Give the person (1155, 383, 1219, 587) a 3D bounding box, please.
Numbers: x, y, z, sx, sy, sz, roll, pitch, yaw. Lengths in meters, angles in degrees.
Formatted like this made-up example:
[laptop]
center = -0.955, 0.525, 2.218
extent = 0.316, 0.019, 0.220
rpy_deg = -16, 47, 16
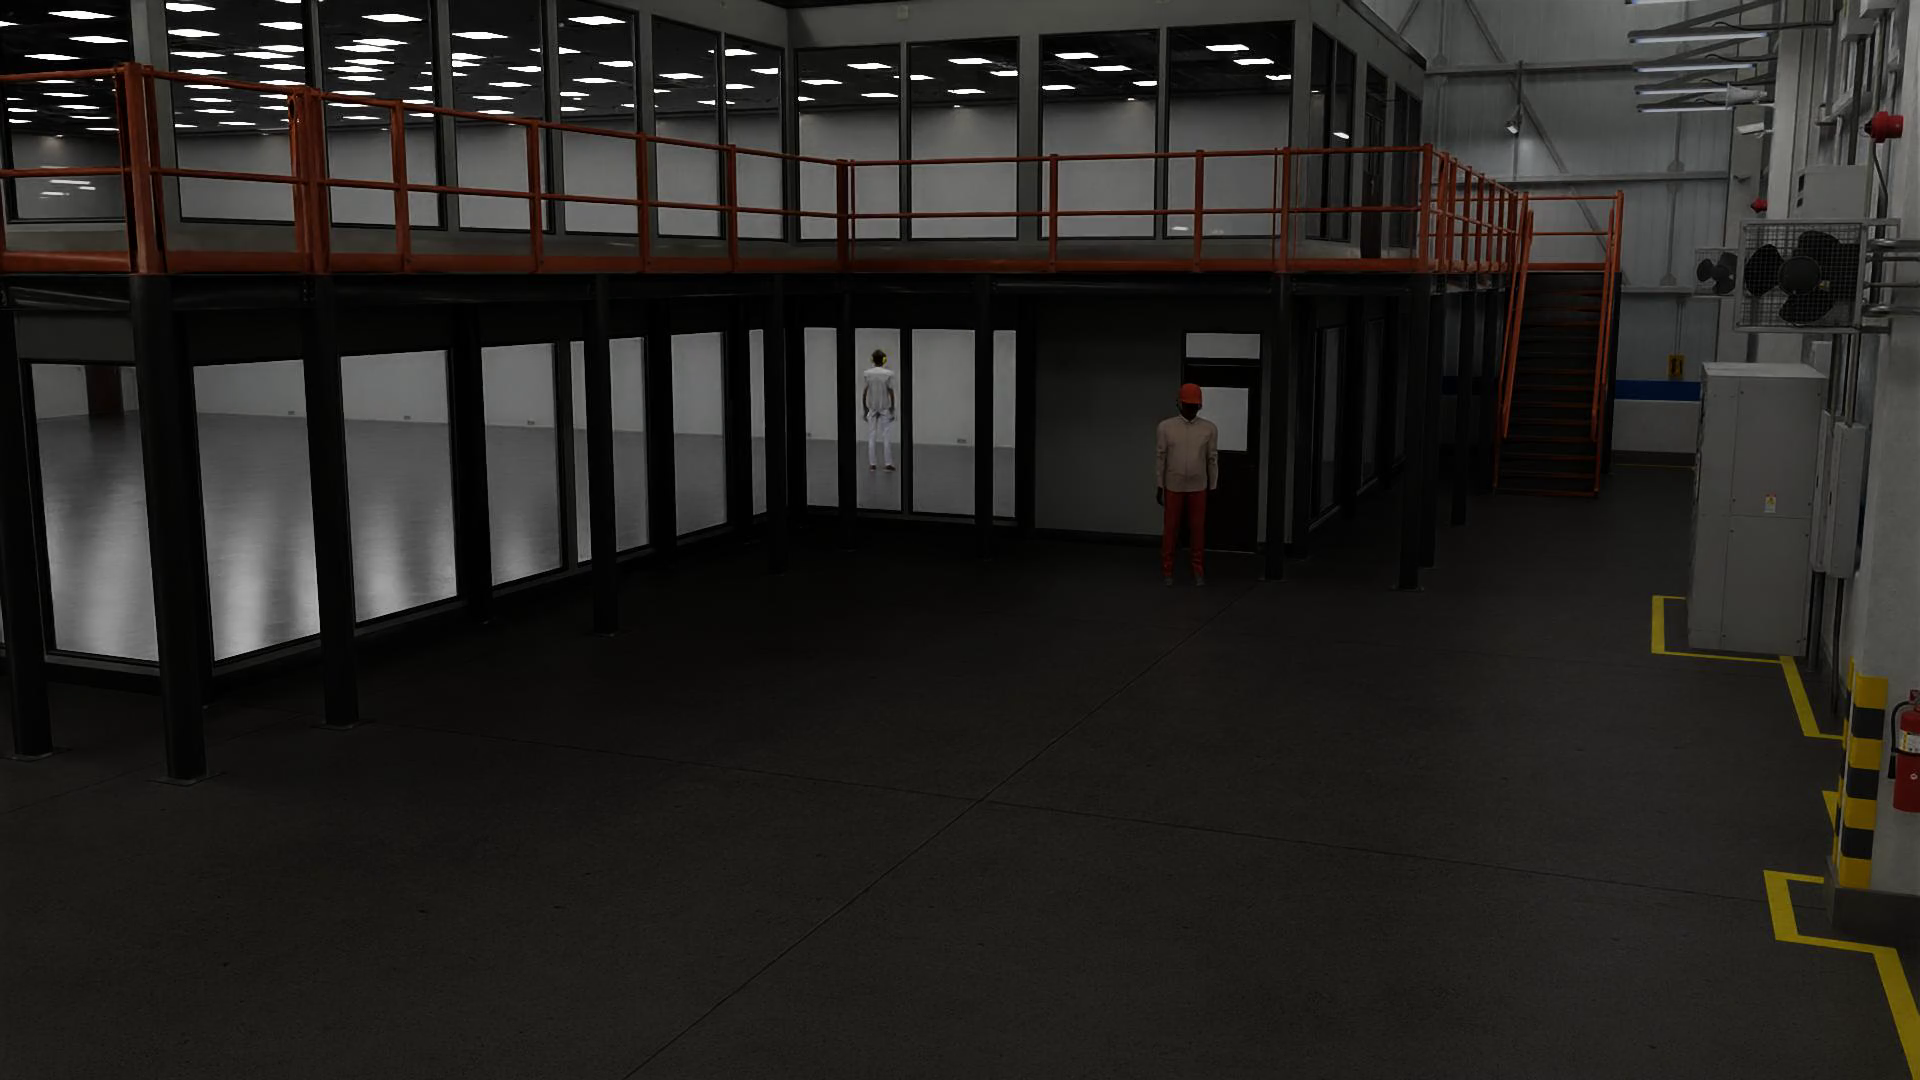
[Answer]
[person]
center = 2.191, -0.524, 16.071
extent = 0.615, 1.988, 0.399
rpy_deg = 0, 9, 0
